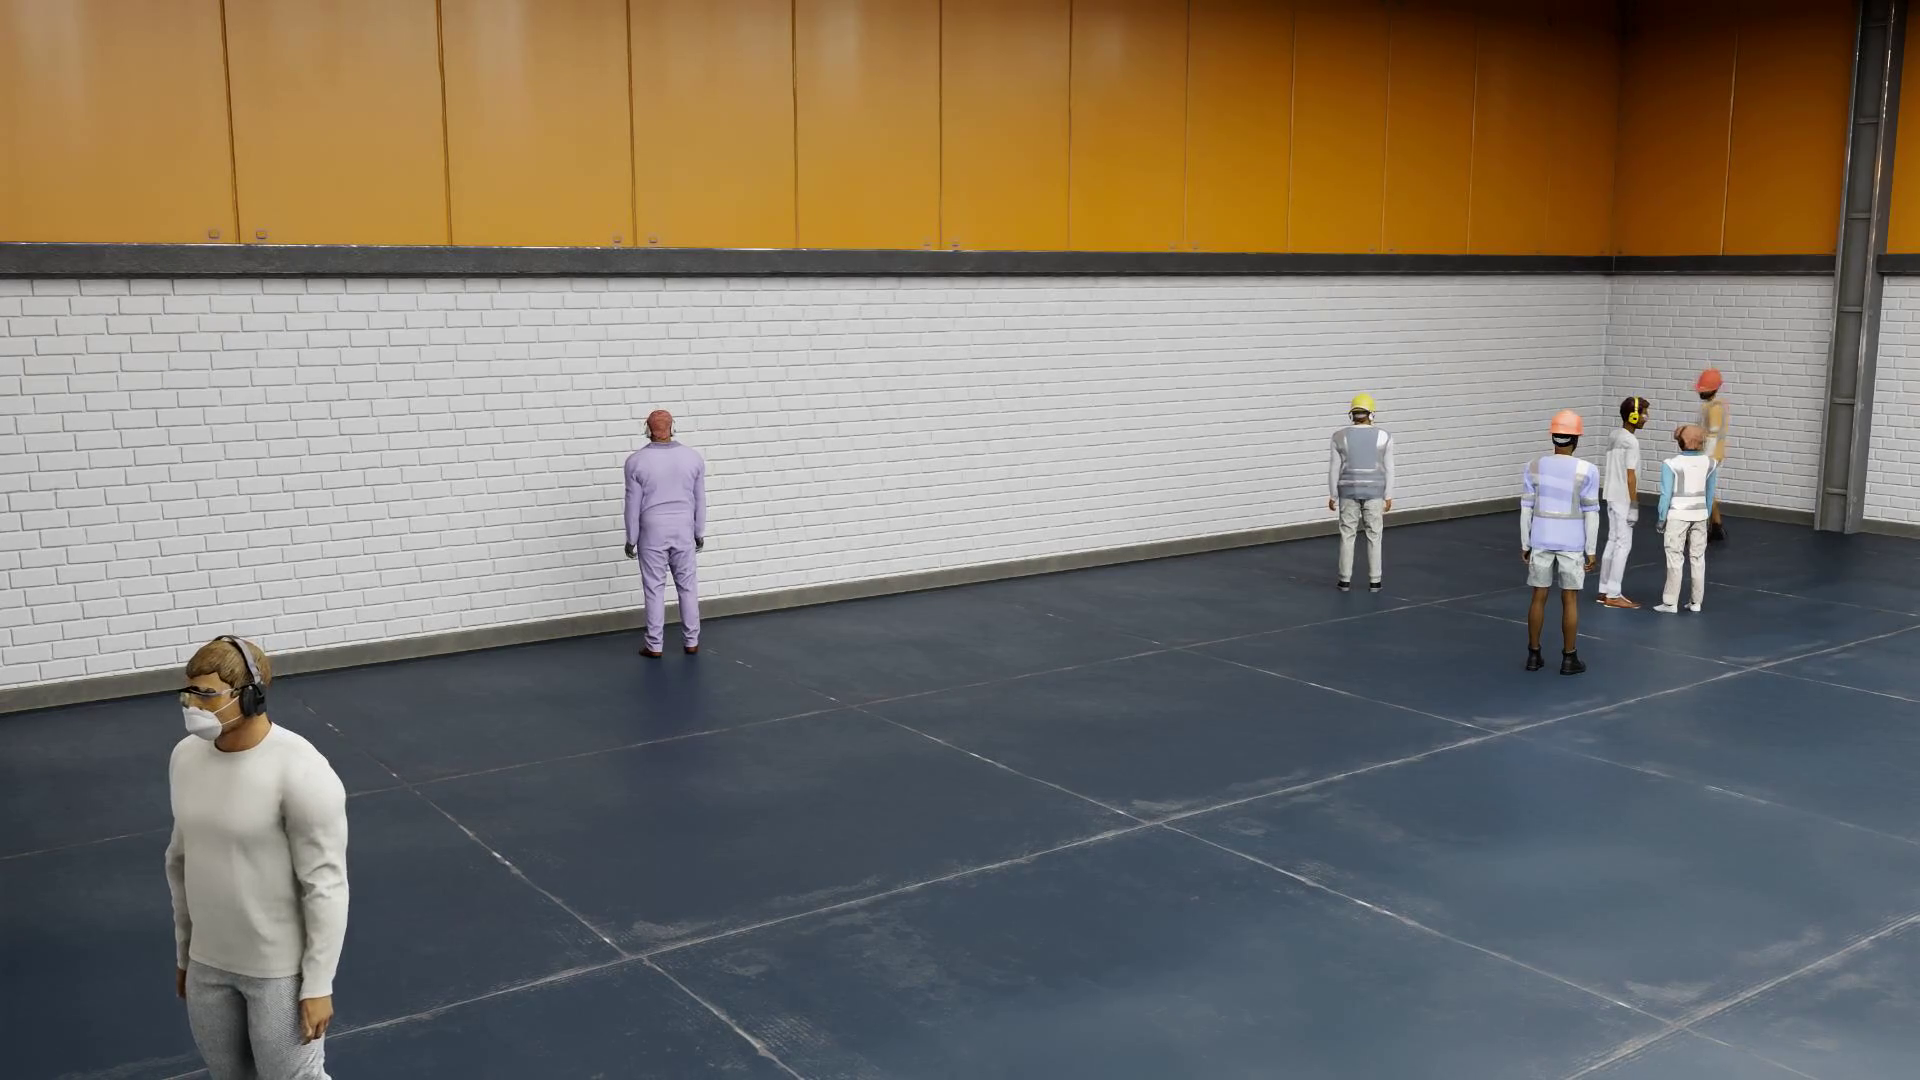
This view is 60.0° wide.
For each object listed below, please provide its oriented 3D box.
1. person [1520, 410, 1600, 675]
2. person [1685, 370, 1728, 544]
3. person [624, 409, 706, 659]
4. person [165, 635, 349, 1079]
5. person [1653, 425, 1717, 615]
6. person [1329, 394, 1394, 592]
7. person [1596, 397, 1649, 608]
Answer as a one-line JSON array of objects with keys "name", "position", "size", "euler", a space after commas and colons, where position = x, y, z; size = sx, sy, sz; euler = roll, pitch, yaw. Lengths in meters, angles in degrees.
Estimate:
[{"name": "person", "position": [4.393, 0.019, 12.186], "size": [0.552, 1.934, 0.364], "euler": [6, 11, 34]}, {"name": "person", "position": [8.068, -0.883, 17.899], "size": [0.465, 1.897, 0.613], "euler": [4, 10, 21]}, {"name": "person", "position": [-2.257, -0.046, 12.702], "size": [0.639, 1.902, 0.407], "euler": [-4, 10, -26]}, {"name": "person", "position": [-2.024, 1.220, 4.774], "size": [0.631, 1.939, 0.369], "euler": [4, 10, 25]}, {"name": "person", "position": [6.227, -0.170, 14.278], "size": [0.512, 1.638, 0.307], "euler": [-2, 9, -11]}, {"name": "person", "position": [3.685, -0.428, 15.296], "size": [0.586, 1.823, 0.403], "euler": [2, 9, 11]}, {"name": "person", "position": [5.819, -0.326, 14.576], "size": [0.341, 1.856, 0.529], "euler": [0, 9, -1]}]
